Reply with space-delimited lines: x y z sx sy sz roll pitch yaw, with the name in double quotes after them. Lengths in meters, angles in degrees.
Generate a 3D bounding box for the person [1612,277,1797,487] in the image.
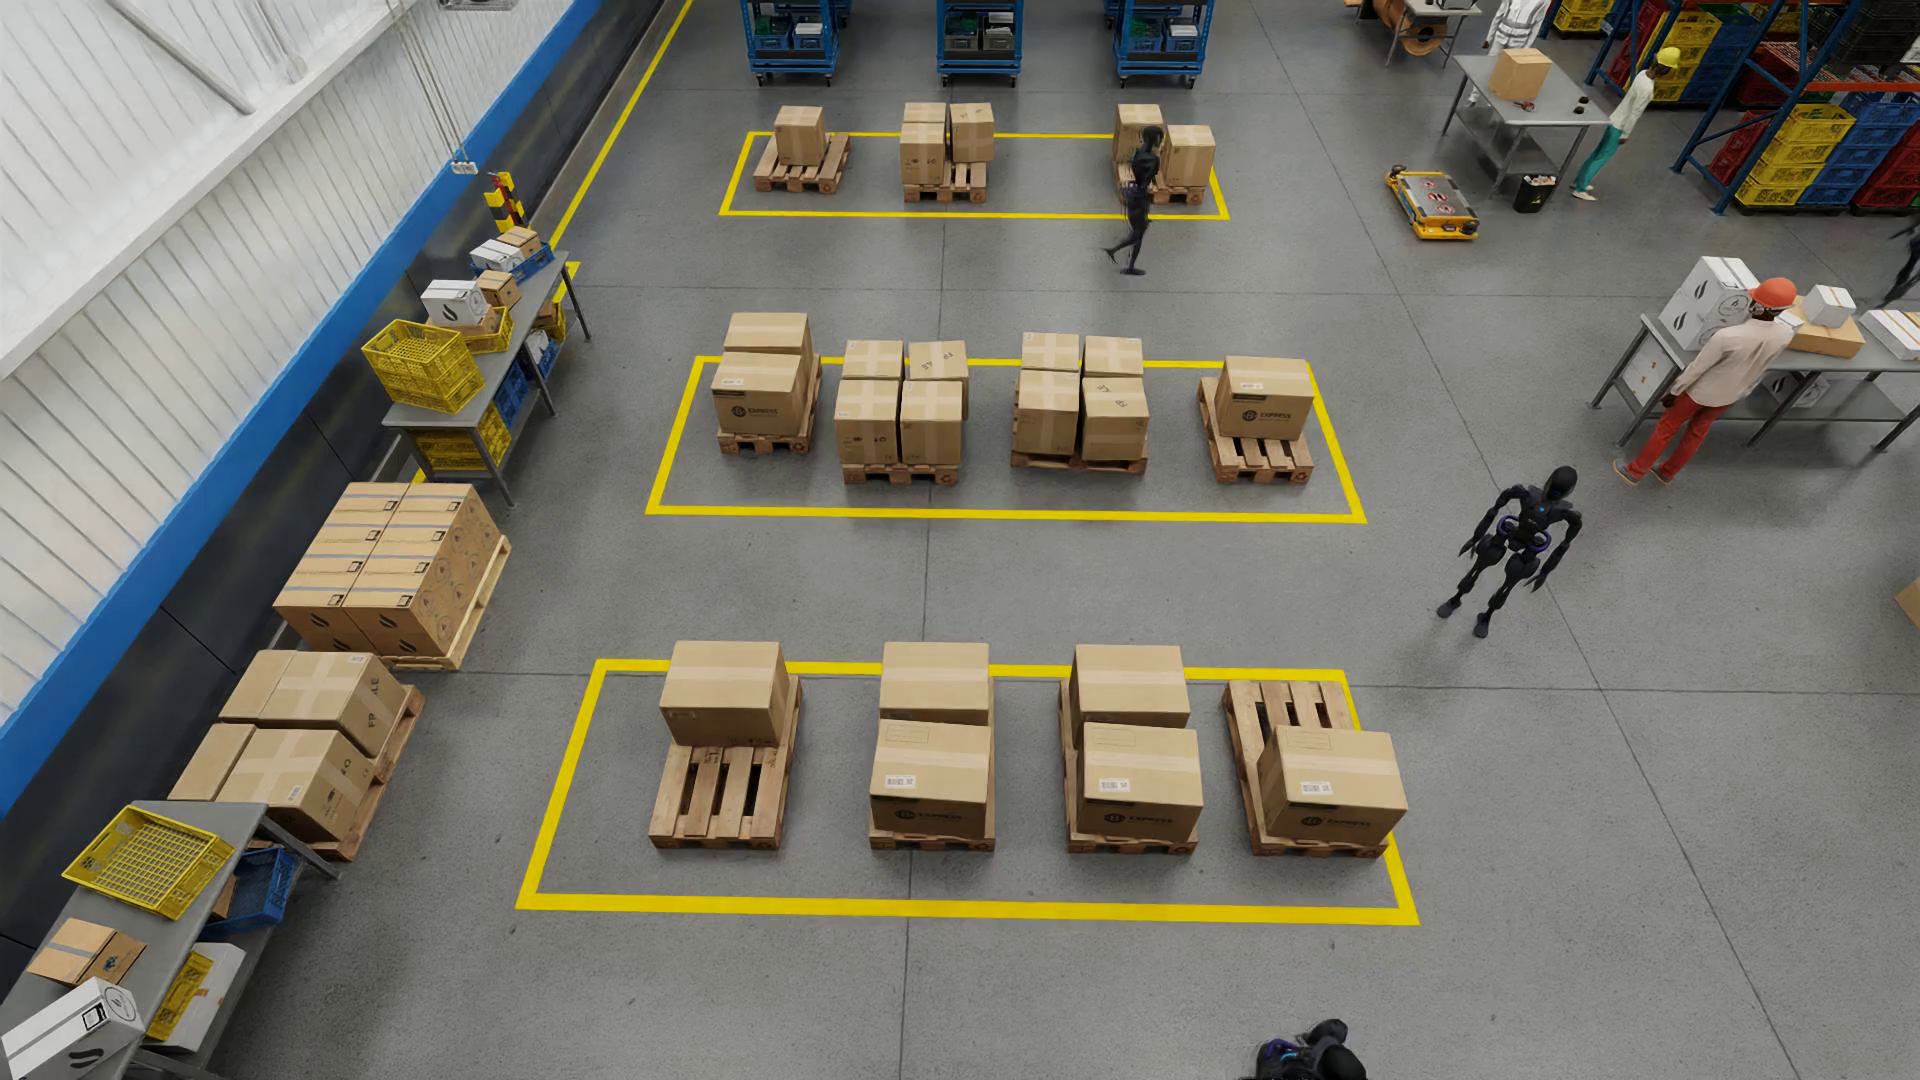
6.092 -1.236 7.472 0.618 1.987 0.402 -1 49 -1 "person"

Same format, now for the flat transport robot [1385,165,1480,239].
5.692 -4.094 11.059 0.652 0.197 1.431 1 49 1 "flat transport robot"

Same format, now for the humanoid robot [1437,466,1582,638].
3.931 0.082 6.529 0.559 1.653 0.304 34 57 26 "humanoid robot"

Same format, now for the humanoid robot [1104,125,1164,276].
1.871 -3.572 9.693 0.432 1.643 0.605 3 49 3 "humanoid robot"

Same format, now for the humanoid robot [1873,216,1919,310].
9.913 -3.048 9.273 0.623 1.637 0.638 -18 51 -15 "humanoid robot"

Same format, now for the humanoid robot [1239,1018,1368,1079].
1.546 2.588 4.368 0.516 1.632 0.623 17 51 14 "humanoid robot"

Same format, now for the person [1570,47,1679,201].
7.808 -4.871 10.769 0.359 1.753 0.516 14 51 12 "person"

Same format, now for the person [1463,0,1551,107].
7.323 -6.656 12.226 0.582 1.882 0.339 30 55 23 "person"
